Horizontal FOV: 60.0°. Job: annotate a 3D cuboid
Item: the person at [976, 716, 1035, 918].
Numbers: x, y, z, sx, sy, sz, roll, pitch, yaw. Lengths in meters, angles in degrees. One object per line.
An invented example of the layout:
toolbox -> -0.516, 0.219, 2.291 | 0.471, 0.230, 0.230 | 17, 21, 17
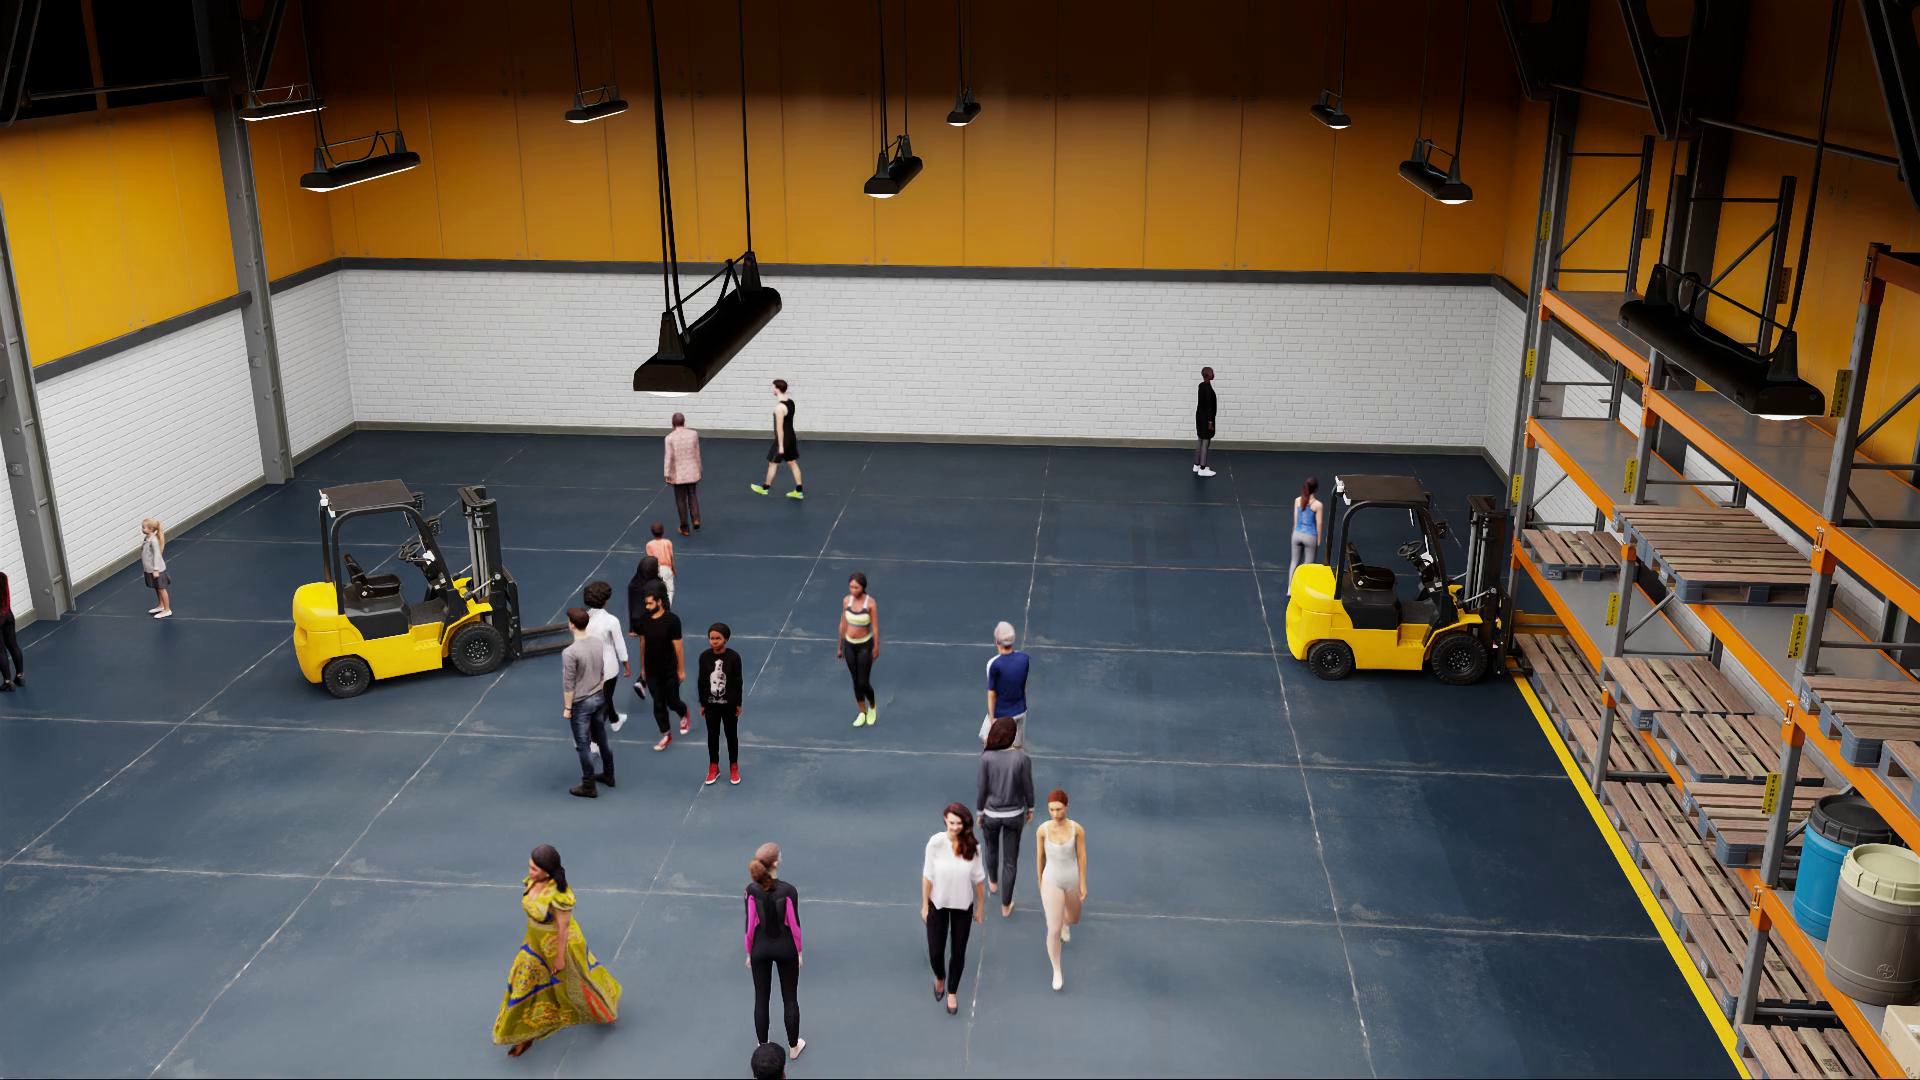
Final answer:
person -> 0.364, 2.368, 14.092 | 0.636, 1.748, 0.836 | 2, 19, 5

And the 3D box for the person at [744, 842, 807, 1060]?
person -> -1.368, 3.010, 12.184 | 0.584, 1.749, 0.538 | 0, 19, 0

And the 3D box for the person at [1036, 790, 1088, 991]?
person -> 0.815, 2.713, 13.276 | 0.629, 1.615, 1.005 | 0, 19, -1

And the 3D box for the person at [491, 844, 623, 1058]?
person -> -2.956, 3.002, 12.417 | 1.238, 1.615, 1.428 | 15, 24, 38

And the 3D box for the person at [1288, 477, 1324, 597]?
person -> 4.450, -0.029, 21.431 | 0.637, 1.608, 0.670 | 14, 23, 36

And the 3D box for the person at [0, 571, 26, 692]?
person -> -10.758, 0.888, 18.627 | 0.696, 1.658, 0.533 | 7, 20, 19

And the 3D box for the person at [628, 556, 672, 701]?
person -> -3.462, 0.997, 18.420 | 0.798, 1.584, 1.141 | 6, 20, 18

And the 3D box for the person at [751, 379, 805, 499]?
person -> -2.605, -1.506, 25.434 | 0.954, 1.852, 1.108 | 7, 20, 21

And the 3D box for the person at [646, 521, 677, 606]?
person -> -3.693, 0.418, 20.593 | 0.507, 1.295, 0.797 | 0, 19, 0

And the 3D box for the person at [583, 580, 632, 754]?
person -> -3.720, 1.335, 17.130 | 0.801, 1.766, 1.177 | 5, 19, 15

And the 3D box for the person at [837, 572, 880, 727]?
person -> -1.039, 1.138, 17.756 | 0.653, 1.741, 0.679 | 8, 20, 22

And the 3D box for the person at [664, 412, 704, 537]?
person -> -3.905, -0.919, 23.785 | 0.839, 1.792, 0.869 | -11, 21, -29

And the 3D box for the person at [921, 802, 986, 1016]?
person -> -0.082, 2.792, 12.778 | 0.696, 1.783, 0.683 | -3, 19, -8

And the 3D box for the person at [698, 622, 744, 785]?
person -> -2.369, 1.603, 16.480 | 0.608, 1.675, 0.561 | 0, 19, 0

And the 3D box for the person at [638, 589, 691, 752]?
person -> -3.054, 1.302, 17.271 | 0.725, 1.739, 0.860 | 5, 19, 16

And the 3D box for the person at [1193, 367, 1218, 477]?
person -> 3.950, -1.936, 26.850 | 0.763, 1.762, 0.584 | -3, 19, -10

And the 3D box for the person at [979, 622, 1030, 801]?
person -> 0.502, 1.693, 15.990 | 0.827, 1.816, 0.892 | -9, 21, -25

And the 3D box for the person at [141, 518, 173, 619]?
person -> -10.105, 0.331, 20.881 | 0.661, 1.276, 0.600 | -15, 23, -37

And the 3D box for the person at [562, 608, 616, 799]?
person -> -3.631, 1.575, 16.210 | 0.797, 1.898, 0.644 | 10, 21, 28
